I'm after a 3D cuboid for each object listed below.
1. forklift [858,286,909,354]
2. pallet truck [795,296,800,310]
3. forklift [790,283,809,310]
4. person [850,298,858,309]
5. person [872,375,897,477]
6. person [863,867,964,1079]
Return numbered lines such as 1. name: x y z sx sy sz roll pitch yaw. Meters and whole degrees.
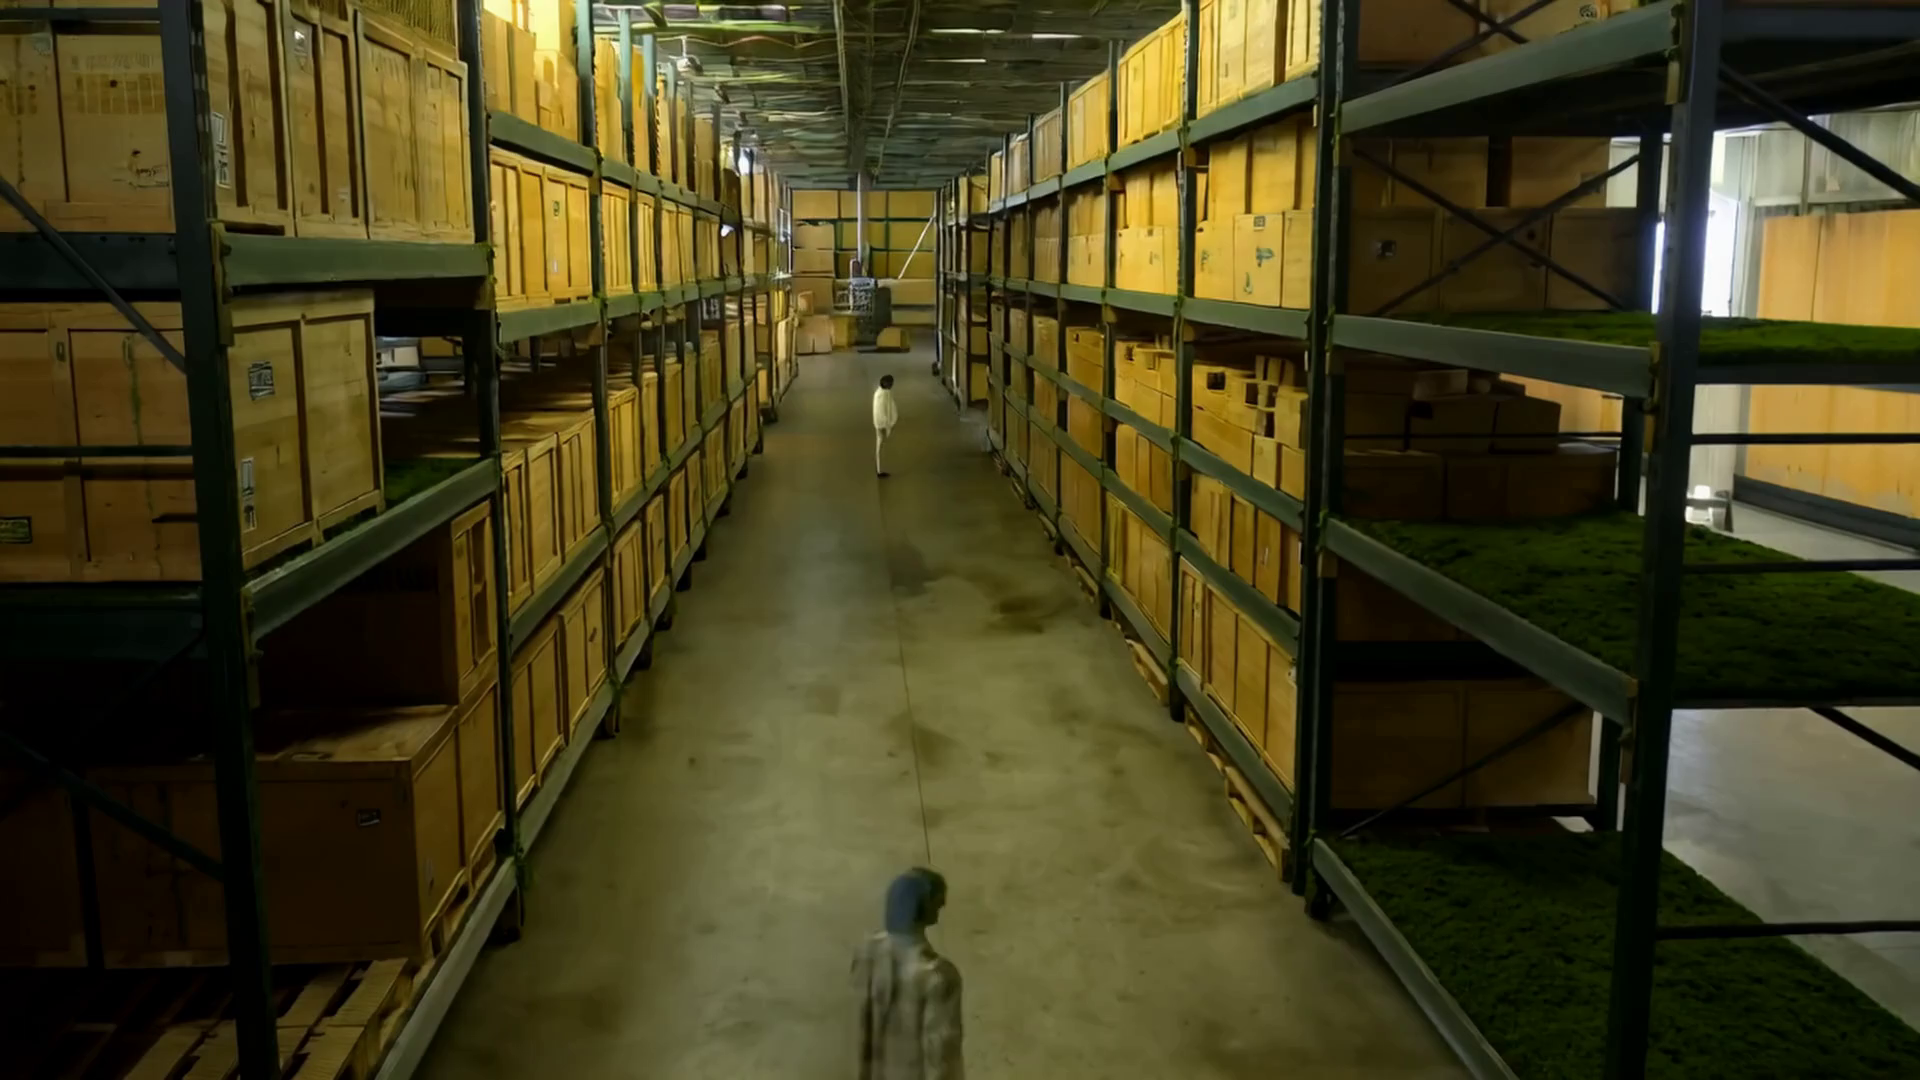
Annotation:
1. forklift: -3.164 -9.153 69.142 1.873 2.768 1.129 4 10 21
2. pallet truck: -8.622 -12.439 91.403 1.885 1.965 0.823 2 10 13
3. forklift: -7.751 -10.953 79.894 1.129 2.768 1.873 -4 10 -22
4. person: -5.802 -12.247 90.581 0.986 1.883 0.562 9 13 43
5. person: -1.347 -2.036 29.765 0.429 1.836 0.632 -3 10 -15
6. person: -0.163 2.013 6.181 0.363 1.621 0.537 -8 13 -41
